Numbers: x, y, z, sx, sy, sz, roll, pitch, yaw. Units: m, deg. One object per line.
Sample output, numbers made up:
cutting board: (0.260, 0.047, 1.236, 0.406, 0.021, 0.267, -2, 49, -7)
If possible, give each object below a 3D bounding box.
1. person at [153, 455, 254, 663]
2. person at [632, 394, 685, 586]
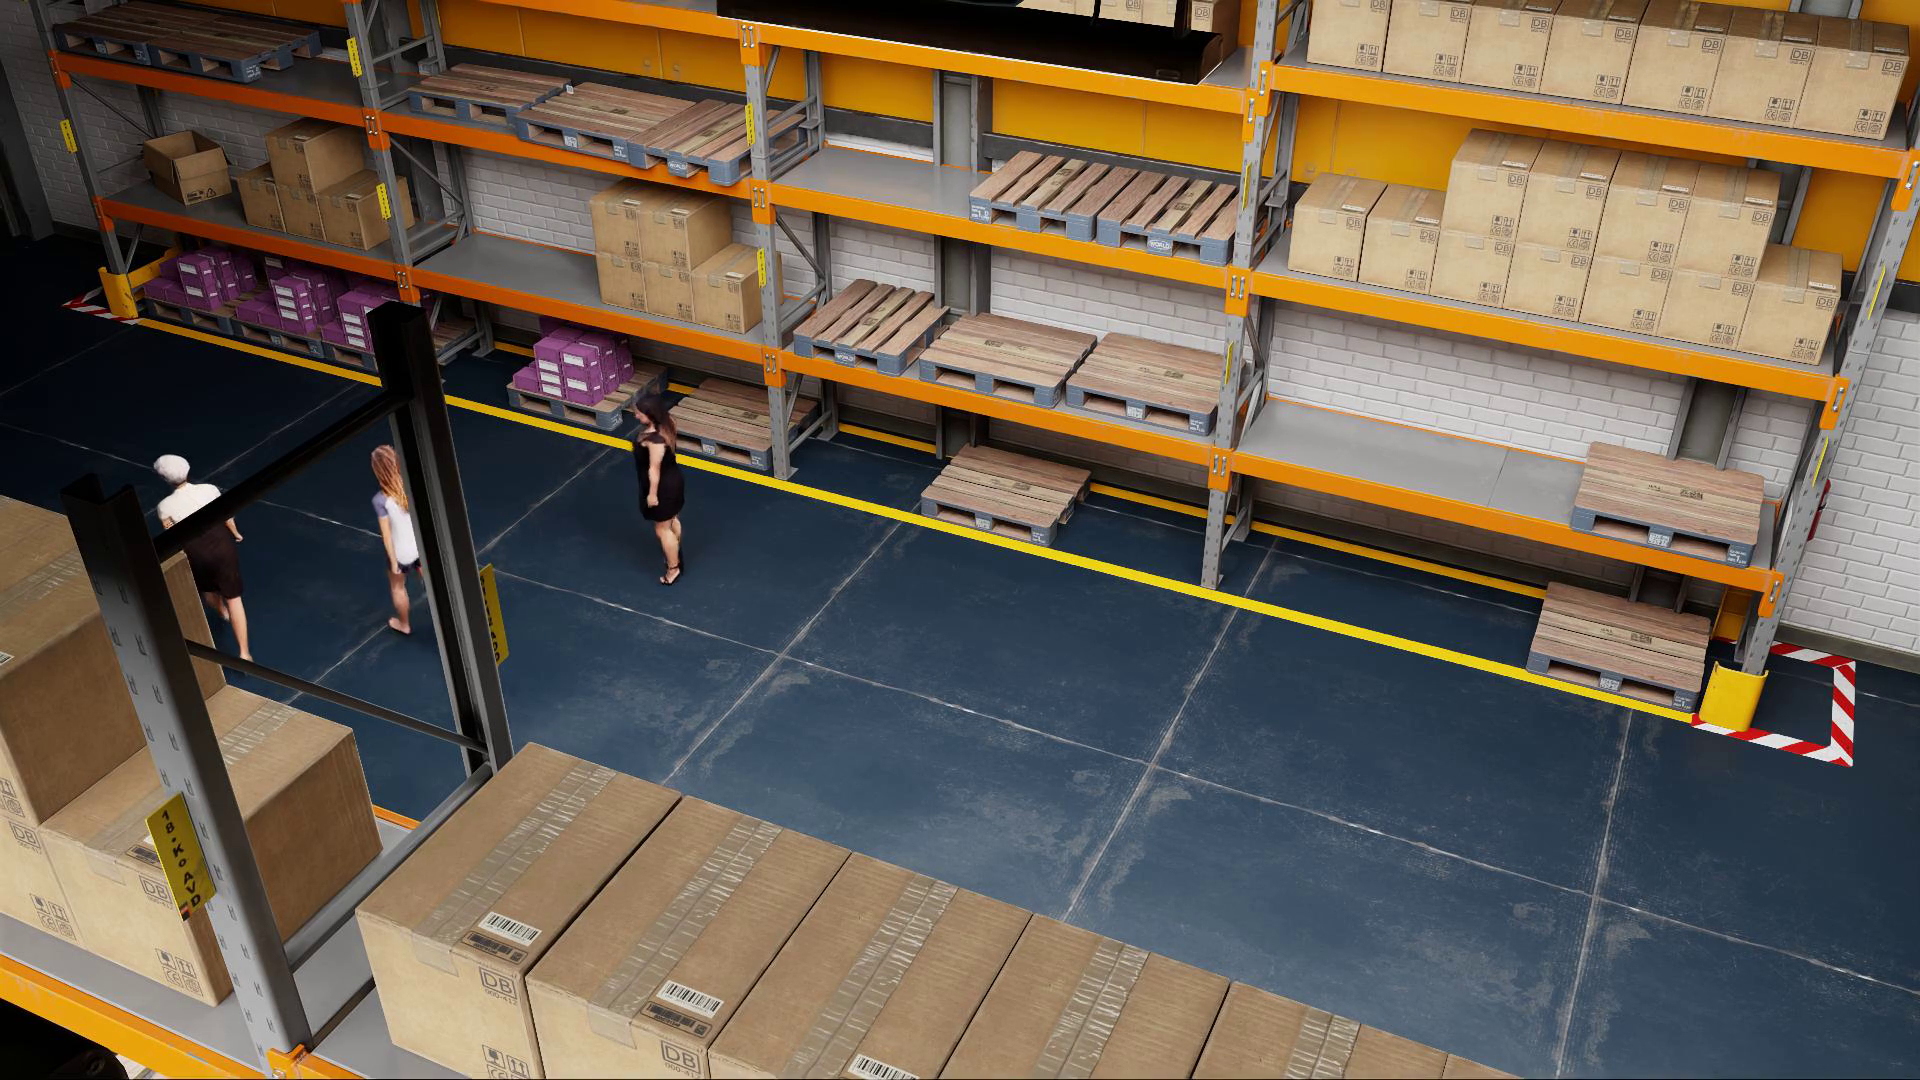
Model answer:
person: (-5.502, 0.200, 12.250, 1.079, 1.696, 1.222, -16, 37, -23)
person: (-2.364, -0.438, 13.200, 0.719, 1.707, 0.756, 8, 34, 11)
